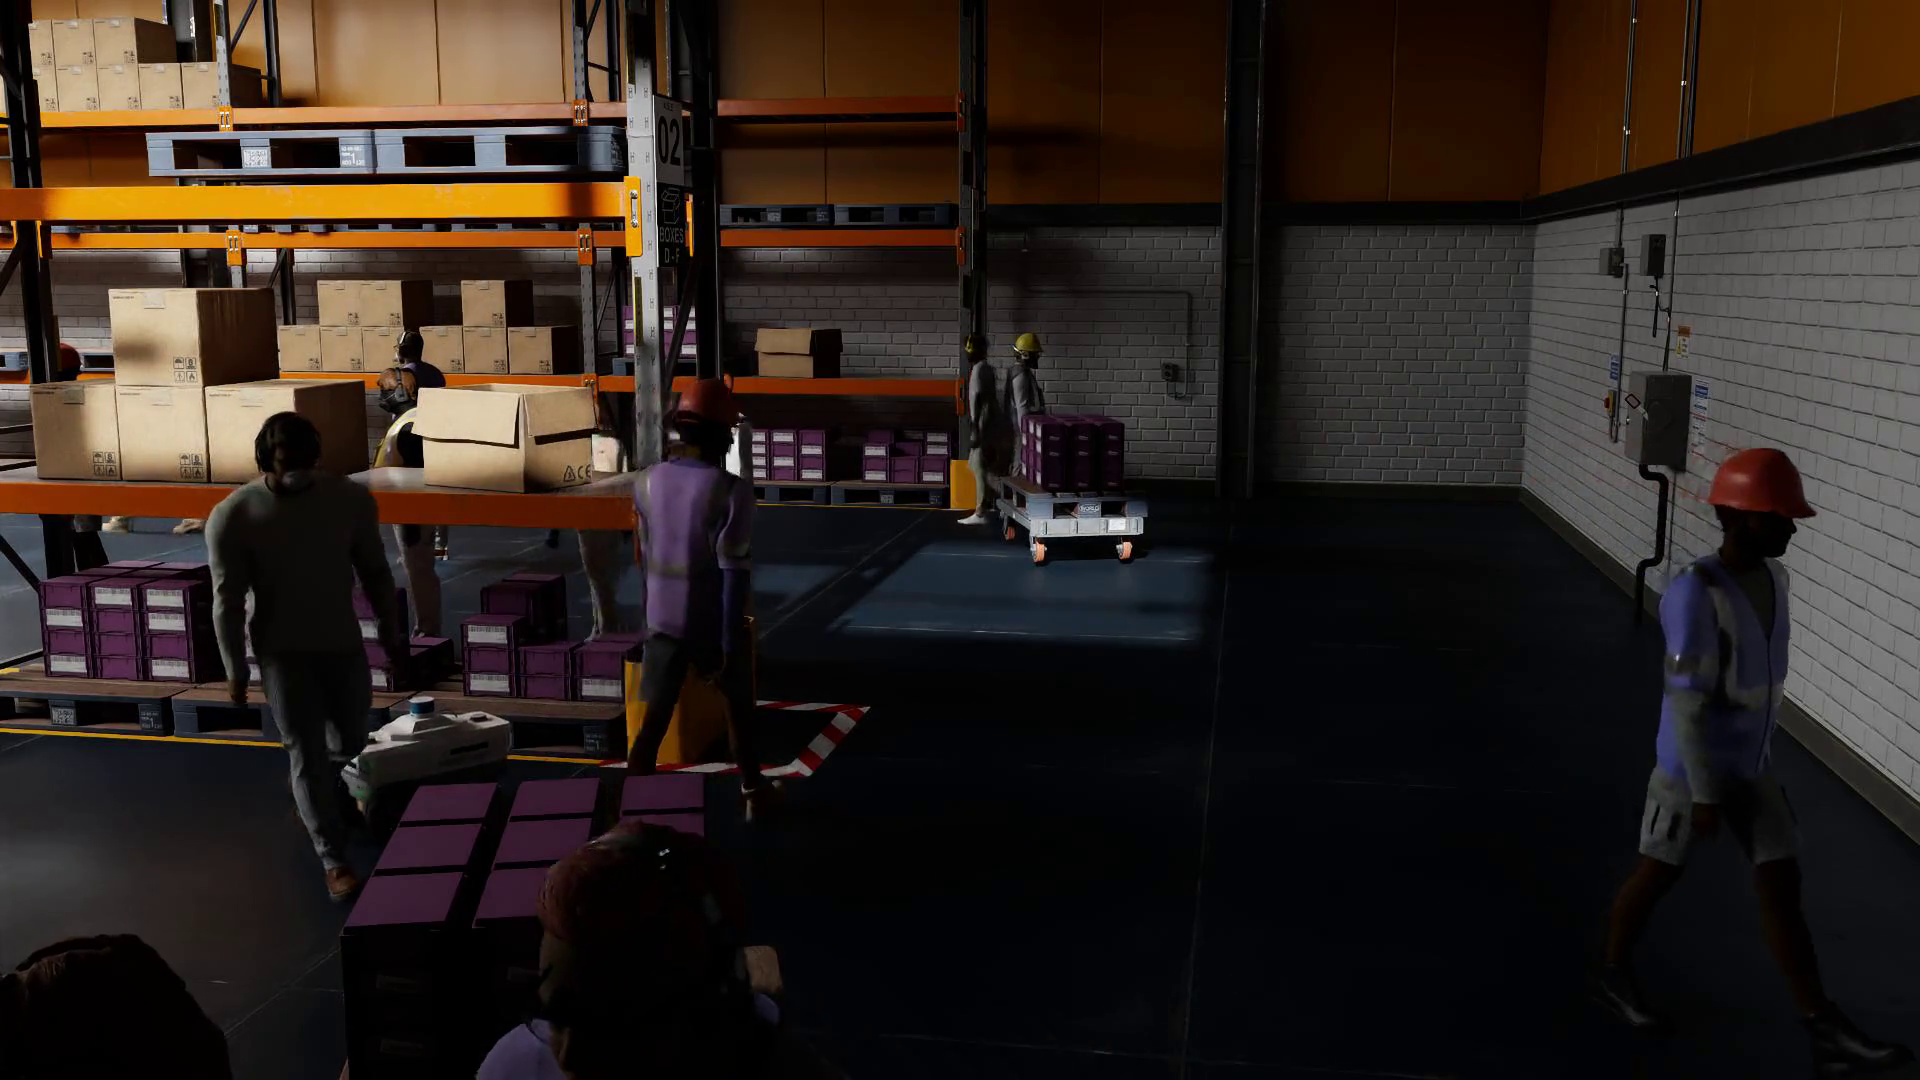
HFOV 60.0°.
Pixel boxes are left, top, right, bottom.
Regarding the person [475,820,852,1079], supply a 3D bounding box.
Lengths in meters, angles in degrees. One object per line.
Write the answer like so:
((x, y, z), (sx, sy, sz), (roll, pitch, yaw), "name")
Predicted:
((-0.338, 1.205, 1.808), (0.655, 1.843, 1.024), (5, 10, 27), "person")

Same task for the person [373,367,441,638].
((-3.390, -0.146, 10.241), (0.429, 1.837, 0.628), (-4, 10, -22), "person")

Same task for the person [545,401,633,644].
((-2.312, -0.076, 10.418), (0.578, 1.612, 0.540), (5, 10, 27), "person")

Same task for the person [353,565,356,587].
((-4.112, -0.117, 10.720), (0.594, 1.624, 0.523), (-2, 9, -12), "person")

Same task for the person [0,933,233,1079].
((-1.015, 1.271, 2.060), (0.284, 1.633, 0.497), (-6, 11, -31), "person")

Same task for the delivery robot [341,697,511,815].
((-2.328, 0.926, 7.244), (0.707, 0.478, 0.477), (-9, 13, -43), "delivery robot")

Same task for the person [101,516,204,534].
((-7.447, -0.933, 15.281), (1.003, 1.789, 0.636), (2, 9, 14), "person")

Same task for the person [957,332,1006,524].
((0.266, -1.061, 15.896), (0.530, 1.842, 0.627), (1, 9, 6), "person")

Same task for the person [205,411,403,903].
((-2.580, 0.421, 6.515), (0.697, 1.900, 0.771), (-7, 12, -38), "person")

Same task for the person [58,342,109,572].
((-6.075, -0.384, 11.391), (0.553, 1.934, 0.355), (9, 13, 43), "person")

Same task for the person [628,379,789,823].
((-1.093, 0.325, 6.905), (0.609, 1.983, 1.101), (4, 10, 23), "person")

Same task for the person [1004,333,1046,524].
((0.623, -1.068, 15.964), (0.403, 1.827, 0.601), (0, 9, -2), "person")

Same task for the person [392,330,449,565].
((-4.460, -0.755, 13.683), (0.379, 1.940, 0.629), (3, 10, 19), "person")

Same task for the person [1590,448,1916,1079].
((2.363, 0.671, 4.993), (0.570, 1.883, 0.987), (-5, 11, -30), "person")

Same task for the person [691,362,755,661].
((-1.409, -0.123, 9.924), (0.355, 1.887, 0.574), (-5, 10, -28), "person")
